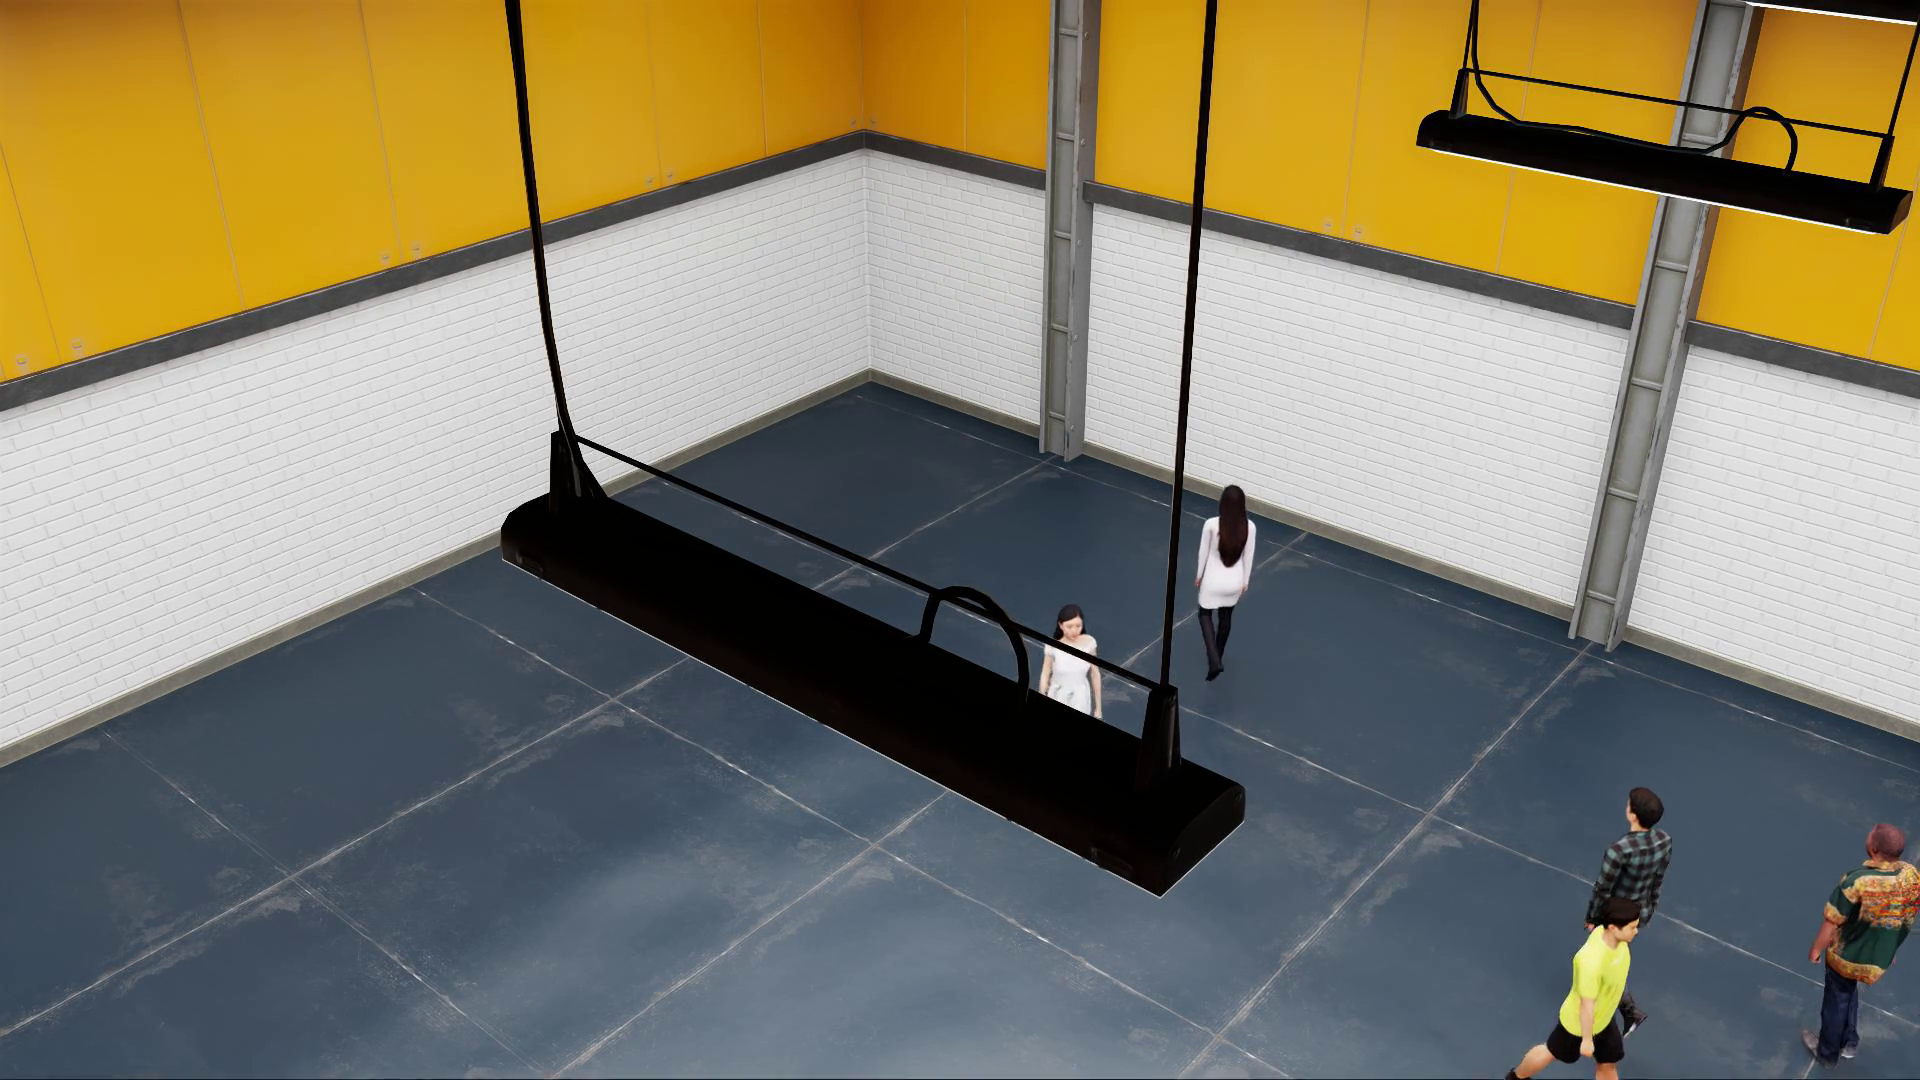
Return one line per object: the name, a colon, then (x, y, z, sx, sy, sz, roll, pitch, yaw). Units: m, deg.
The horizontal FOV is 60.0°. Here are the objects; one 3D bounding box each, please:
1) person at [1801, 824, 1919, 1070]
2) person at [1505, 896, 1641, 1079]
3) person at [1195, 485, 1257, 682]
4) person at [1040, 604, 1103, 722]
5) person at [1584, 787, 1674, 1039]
person: (5.483, 2.520, 10.050, 0.823, 1.799, 0.868, -5, 29, -8)
person: (3.608, 2.751, 9.768, 1.083, 1.663, 0.634, 22, 36, 35)
person: (2.200, 0.393, 13.954, 0.972, 1.795, 1.015, -1, 29, -2)
person: (0.783, 1.217, 12.498, 1.022, 1.742, 1.172, -7, 29, -13)
person: (4.160, 2.302, 10.283, 0.945, 1.696, 1.061, -10, 30, -18)
